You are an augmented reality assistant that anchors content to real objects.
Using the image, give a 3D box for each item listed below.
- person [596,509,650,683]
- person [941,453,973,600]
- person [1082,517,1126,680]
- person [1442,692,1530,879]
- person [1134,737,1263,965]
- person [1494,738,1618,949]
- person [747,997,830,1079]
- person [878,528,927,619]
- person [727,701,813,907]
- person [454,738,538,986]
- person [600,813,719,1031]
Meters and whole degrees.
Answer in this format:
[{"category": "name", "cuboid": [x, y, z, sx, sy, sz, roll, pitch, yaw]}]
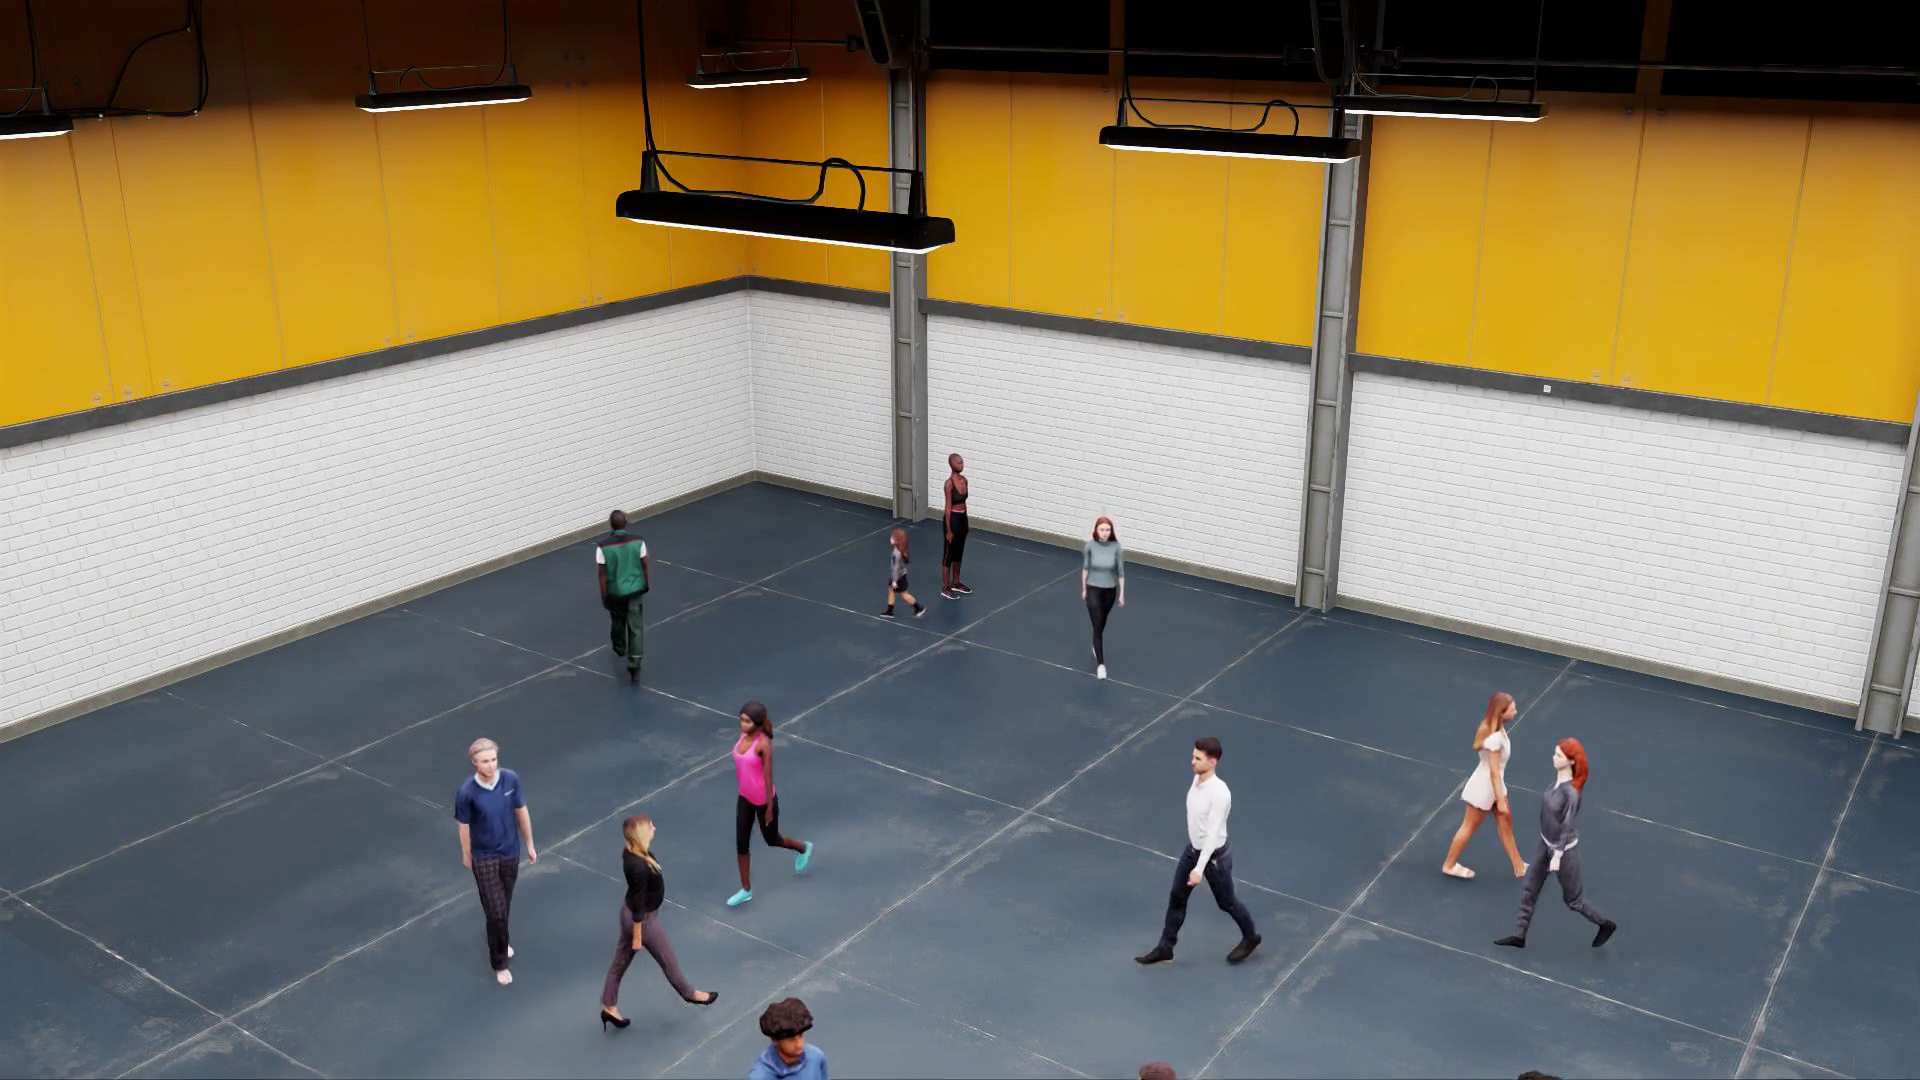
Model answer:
[{"category": "person", "cuboid": [-3.496, 0.623, 17.494, 1.180, 1.770, 1.298, -5, 19, -15]}, {"category": "person", "cuboid": [-0.061, -0.192, 19.935, 0.529, 1.757, 0.573, 13, 23, 35]}, {"category": "person", "cuboid": [1.510, 0.565, 17.785, 1.155, 1.695, 1.117, -1, 19, -2]}, {"category": "person", "cuboid": [4.194, 2.016, 13.535, 1.090, 1.657, 0.748, 7, 20, 19]}, {"category": "person", "cuboid": [1.933, 2.331, 12.324, 1.183, 1.833, 1.249, -6, 20, -18]}, {"category": "person", "cuboid": [4.562, 2.332, 12.459, 1.164, 1.746, 1.028, -1, 19, -2]}, {"category": "person", "cuboid": [-1.010, 3.352, 9.389, 0.906, 1.771, 1.198, -14, 23, -36]}, {"category": "person", "cuboid": [-0.650, 0.405, 19.210, 0.843, 1.089, 0.731, 0, 19, -1]}, {"category": "person", "cuboid": [-1.547, 2.066, 13.327, 1.056, 1.696, 0.726, 17, 25, 41]}, {"category": "person", "cuboid": [-3.501, 2.301, 12.391, 0.808, 1.848, 0.962, -16, 24, -39]}, {"category": "person", "cuboid": [-2.318, 2.698, 11.556, 1.015, 1.628, 1.084, -8, 20, -22]}]
